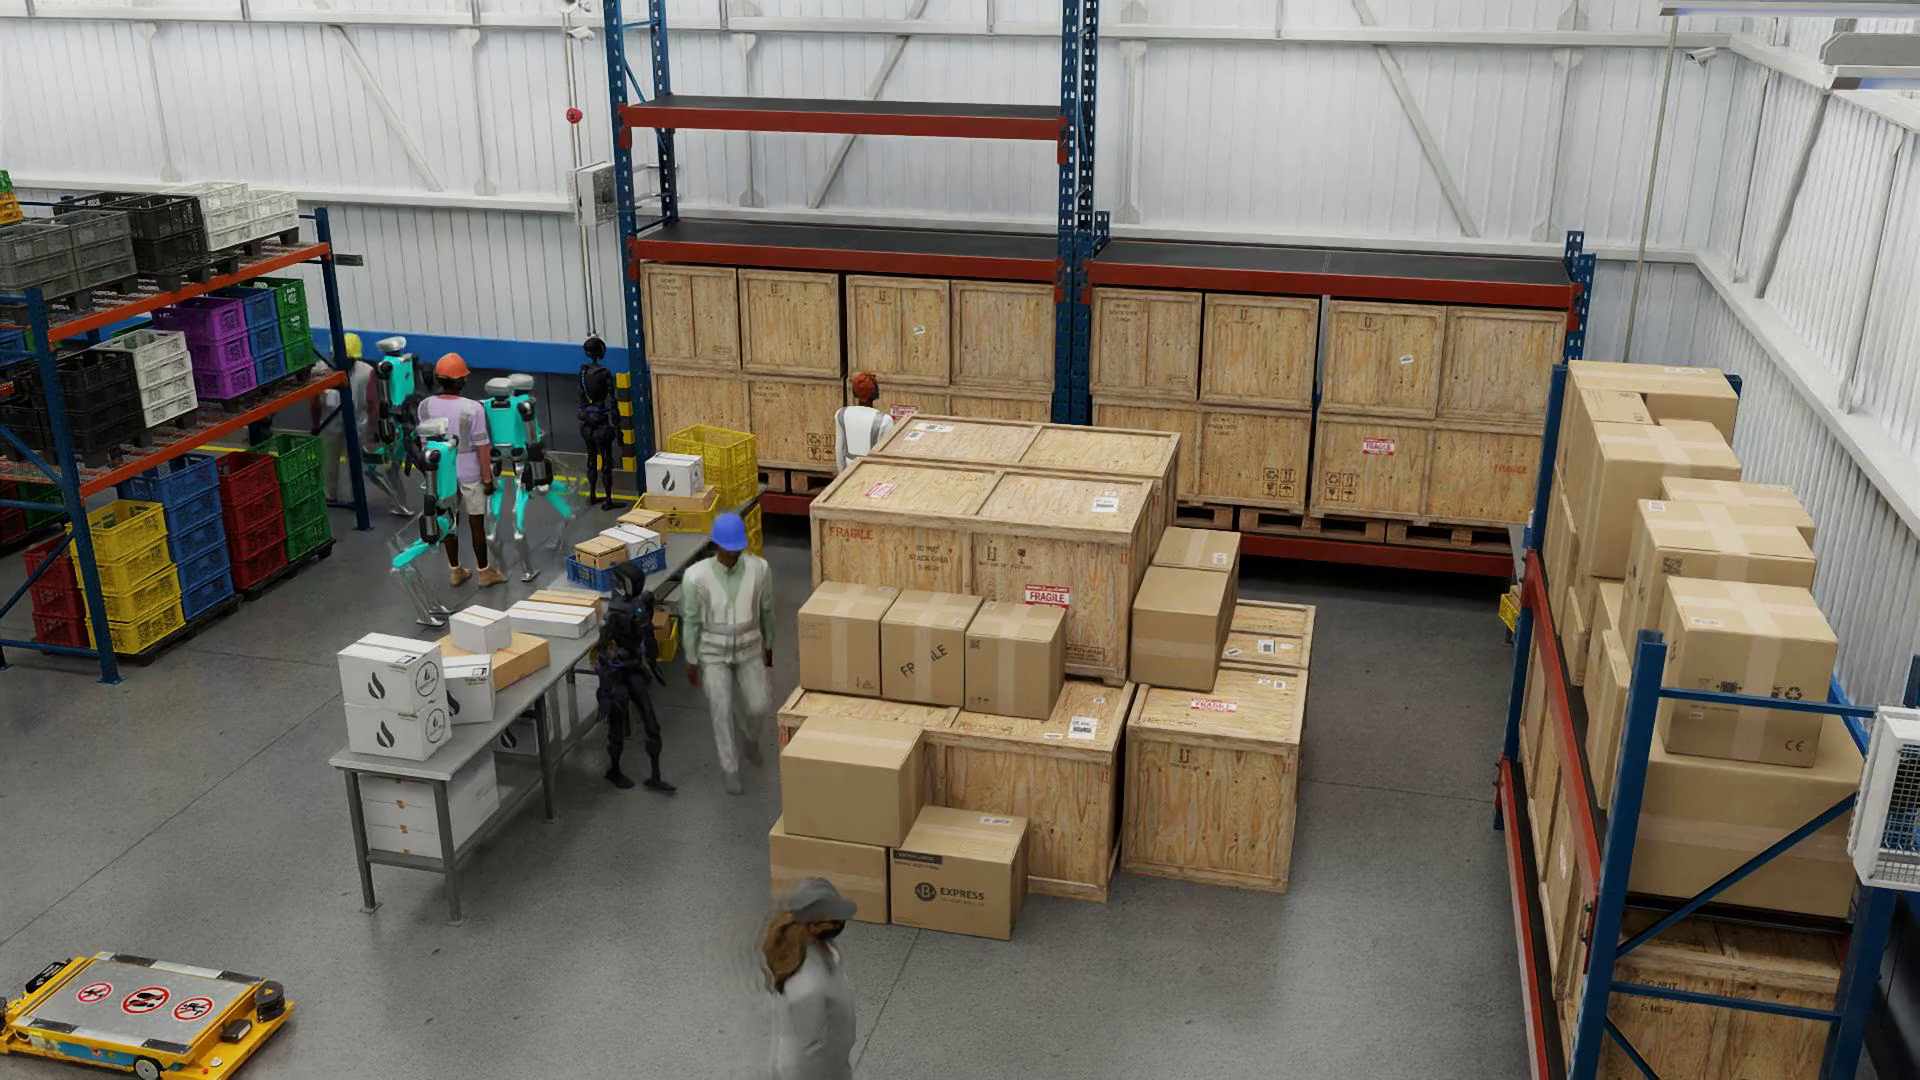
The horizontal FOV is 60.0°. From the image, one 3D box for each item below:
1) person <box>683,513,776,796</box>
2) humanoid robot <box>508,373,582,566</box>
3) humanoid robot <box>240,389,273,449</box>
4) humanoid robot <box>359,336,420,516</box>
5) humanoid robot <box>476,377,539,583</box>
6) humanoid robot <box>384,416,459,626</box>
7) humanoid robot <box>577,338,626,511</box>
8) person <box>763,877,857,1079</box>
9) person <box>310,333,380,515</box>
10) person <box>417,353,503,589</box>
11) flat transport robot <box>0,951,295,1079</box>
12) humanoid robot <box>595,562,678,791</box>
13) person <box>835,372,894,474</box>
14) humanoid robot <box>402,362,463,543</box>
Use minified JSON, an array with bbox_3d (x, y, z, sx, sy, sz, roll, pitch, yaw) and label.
[{"bbox_3d":[-1.490,0.721,10.827,0.625,1.930,0.443,-7,22,-18],"label":"person"},{"bbox_3d":[-3.568,-0.604,14.585,0.693,1.814,0.532,-12,24,-28],"label":"humanoid robot"},{"bbox_3d":[-6.728,-1.088,15.940,0.379,1.642,0.616,-8,22,-20],"label":"humanoid robot"},{"bbox_3d":[-5.424,-1.011,15.747,0.660,1.873,0.557,7,22,17],"label":"humanoid robot"},{"bbox_3d":[-3.881,-0.472,14.164,0.533,1.738,0.706,0,21,1],"label":"humanoid robot"},{"bbox_3d":[-4.319,-0.157,13.254,0.731,1.693,0.532,1,21,4],"label":"humanoid robot"},{"bbox_3d":[-3.480,-1.131,16.011,0.599,1.657,0.315,19,28,40],"label":"humanoid robot"},{"bbox_3d":[-0.672,2.216,7.171,0.595,1.751,0.569,0,21,-1],"label":"person"},{"bbox_3d":[-5.844,-1.095,15.799,0.674,1.774,0.404,-5,21,-12],"label":"person"},{"bbox_3d":[-4.224,-0.577,14.074,0.607,2.043,0.393,5,21,13],"label":"person"},{"bbox_3d":[-4.270,2.464,8.601,1.431,0.231,0.659,5,22,13],"label":"flat transport robot"},{"bbox_3d":[-2.133,0.884,10.777,0.576,1.624,0.599,10,23,25],"label":"humanoid robot"},{"bbox_3d":[-0.773,-0.505,14.104,0.577,1.884,0.354,10,23,25],"label":"person"},{"bbox_3d":[-4.807,-0.826,15.254,0.615,1.656,0.508,-11,24,-27],"label":"humanoid robot"}]
